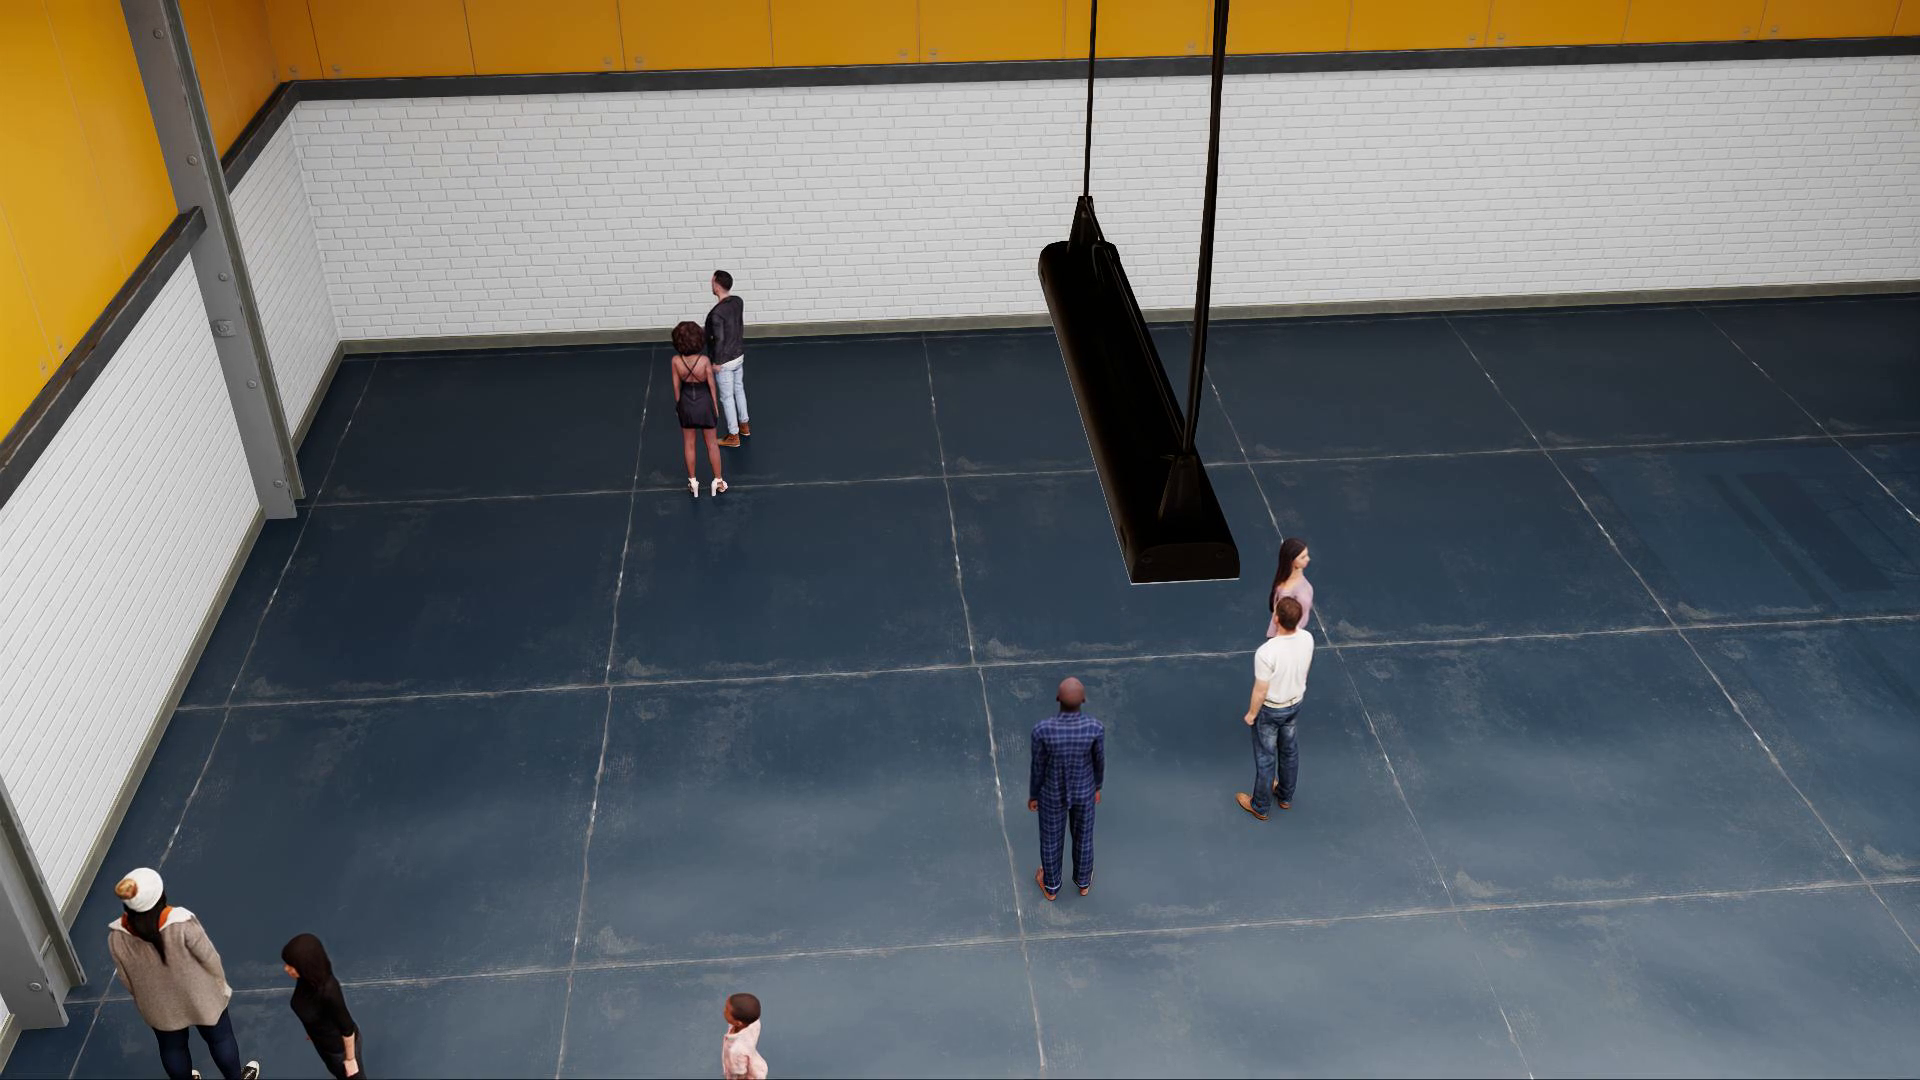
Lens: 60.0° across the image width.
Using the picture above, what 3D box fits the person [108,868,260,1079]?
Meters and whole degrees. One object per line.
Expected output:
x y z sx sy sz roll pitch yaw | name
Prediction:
-4.542 2.597 9.634 0.714 1.891 0.678 -6 34 -9 | person

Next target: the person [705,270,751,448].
-2.265 -1.783 16.273 0.794 1.836 0.652 13 36 19 | person

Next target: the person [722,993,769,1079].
-1.202 3.054 9.473 0.607 1.307 0.462 4 34 6 | person

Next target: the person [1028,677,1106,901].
0.716 1.660 11.108 0.660 1.818 0.579 -4 34 -7 | person

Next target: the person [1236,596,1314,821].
2.257 1.187 11.787 0.750 1.854 0.728 -19 38 -26 | person

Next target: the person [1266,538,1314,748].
2.418 0.757 12.474 0.752 1.811 0.611 11 35 16 | person

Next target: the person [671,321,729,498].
-2.445 -1.204 15.445 0.595 1.788 0.576 2 34 3 | person

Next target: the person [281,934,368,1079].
-3.562 2.842 9.491 0.655 1.641 0.710 24 40 31 | person
